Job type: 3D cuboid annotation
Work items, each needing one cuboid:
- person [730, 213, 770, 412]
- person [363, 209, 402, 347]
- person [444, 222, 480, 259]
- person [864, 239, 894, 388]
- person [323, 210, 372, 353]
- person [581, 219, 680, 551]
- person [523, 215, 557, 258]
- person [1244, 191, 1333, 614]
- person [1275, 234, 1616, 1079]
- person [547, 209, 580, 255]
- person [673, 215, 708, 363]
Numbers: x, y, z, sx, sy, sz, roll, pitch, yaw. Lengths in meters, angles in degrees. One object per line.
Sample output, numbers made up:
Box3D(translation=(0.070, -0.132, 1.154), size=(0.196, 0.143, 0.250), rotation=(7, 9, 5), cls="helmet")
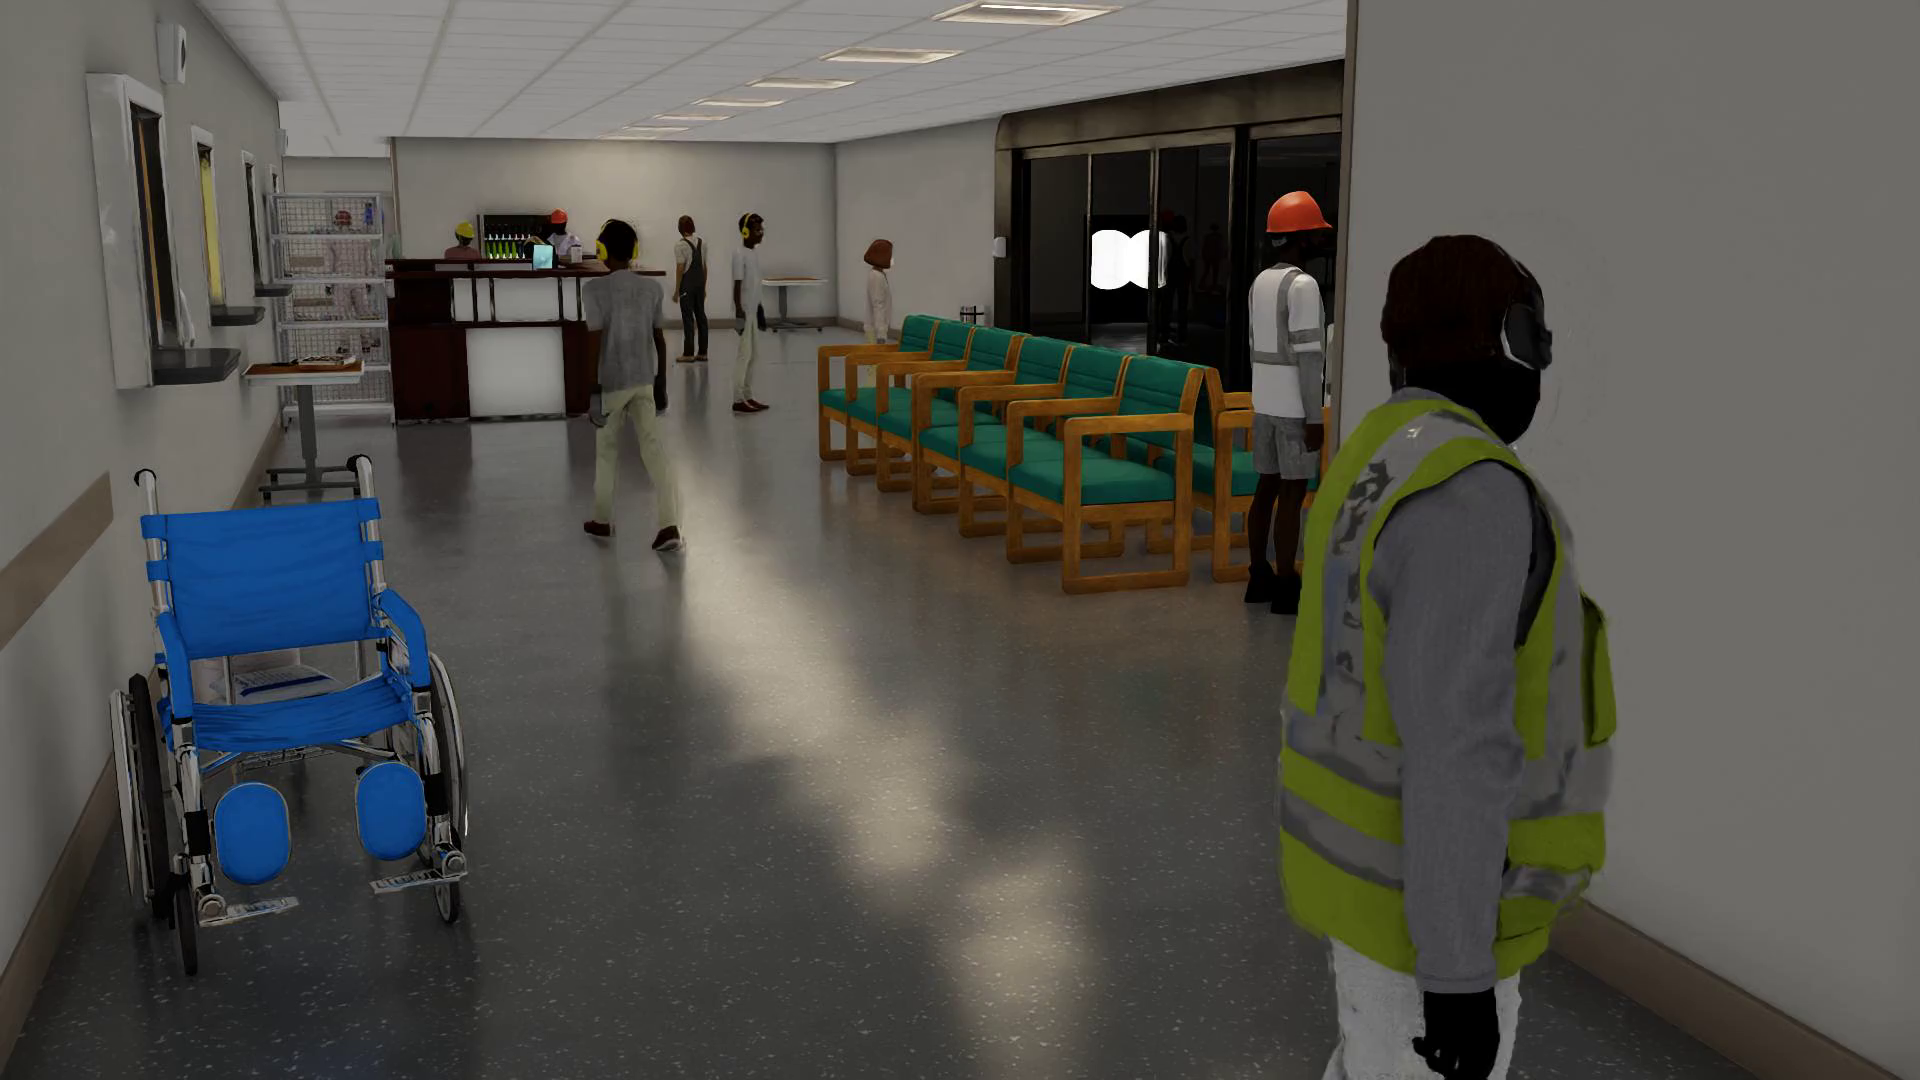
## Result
Box3D(translation=(-1.982, -2.124, 15.625), size=(0.339, 1.857, 0.516), rotation=(2, 11, 9), cls="person")
Box3D(translation=(-8.144, -3.676, 23.451), size=(0.678, 1.933, 0.408), rotation=(-1, 11, -8), cls="person")
Box3D(translation=(-6.180, -3.085, 20.808), size=(0.329, 1.760, 0.523), rotation=(9, 14, 37), cls="person")
Box3D(translation=(-0.708, -1.800, 14.535), size=(0.268, 1.631, 0.507), rotation=(-1, 11, -5), cls="person")
Box3D(translation=(-8.250, -3.474, 22.413), size=(0.636, 1.911, 0.405), rotation=(-9, 14, -38), cls="person")
Box3D(translation=(-1.830, -0.858, 9.221), size=(0.548, 1.826, 0.988), rotation=(-8, 14, -35), cls="person")
Box3D(translation=(-5.109, -3.066, 20.496), size=(0.429, 1.844, 0.627), rotation=(1, 11, 7), cls="person")
Box3D(translation=(1.532, -0.626, 7.712), size=(0.347, 1.943, 0.544), rotation=(-3, 12, -17), cls="person")
Box3D(translation=(0.649, 0.503, 2.289), size=(0.431, 1.810, 0.695), rotation=(2, 11, 9), cls="person")
Box3D(translation=(-5.577, -3.658, 23.308), size=(0.545, 1.929, 0.390), rotation=(2, 11, 11), cls="person")
Box3D(translation=(-3.395, -3.153, 20.937), size=(0.344, 1.839, 0.505), rotation=(9, 14, 39), cls="person")
